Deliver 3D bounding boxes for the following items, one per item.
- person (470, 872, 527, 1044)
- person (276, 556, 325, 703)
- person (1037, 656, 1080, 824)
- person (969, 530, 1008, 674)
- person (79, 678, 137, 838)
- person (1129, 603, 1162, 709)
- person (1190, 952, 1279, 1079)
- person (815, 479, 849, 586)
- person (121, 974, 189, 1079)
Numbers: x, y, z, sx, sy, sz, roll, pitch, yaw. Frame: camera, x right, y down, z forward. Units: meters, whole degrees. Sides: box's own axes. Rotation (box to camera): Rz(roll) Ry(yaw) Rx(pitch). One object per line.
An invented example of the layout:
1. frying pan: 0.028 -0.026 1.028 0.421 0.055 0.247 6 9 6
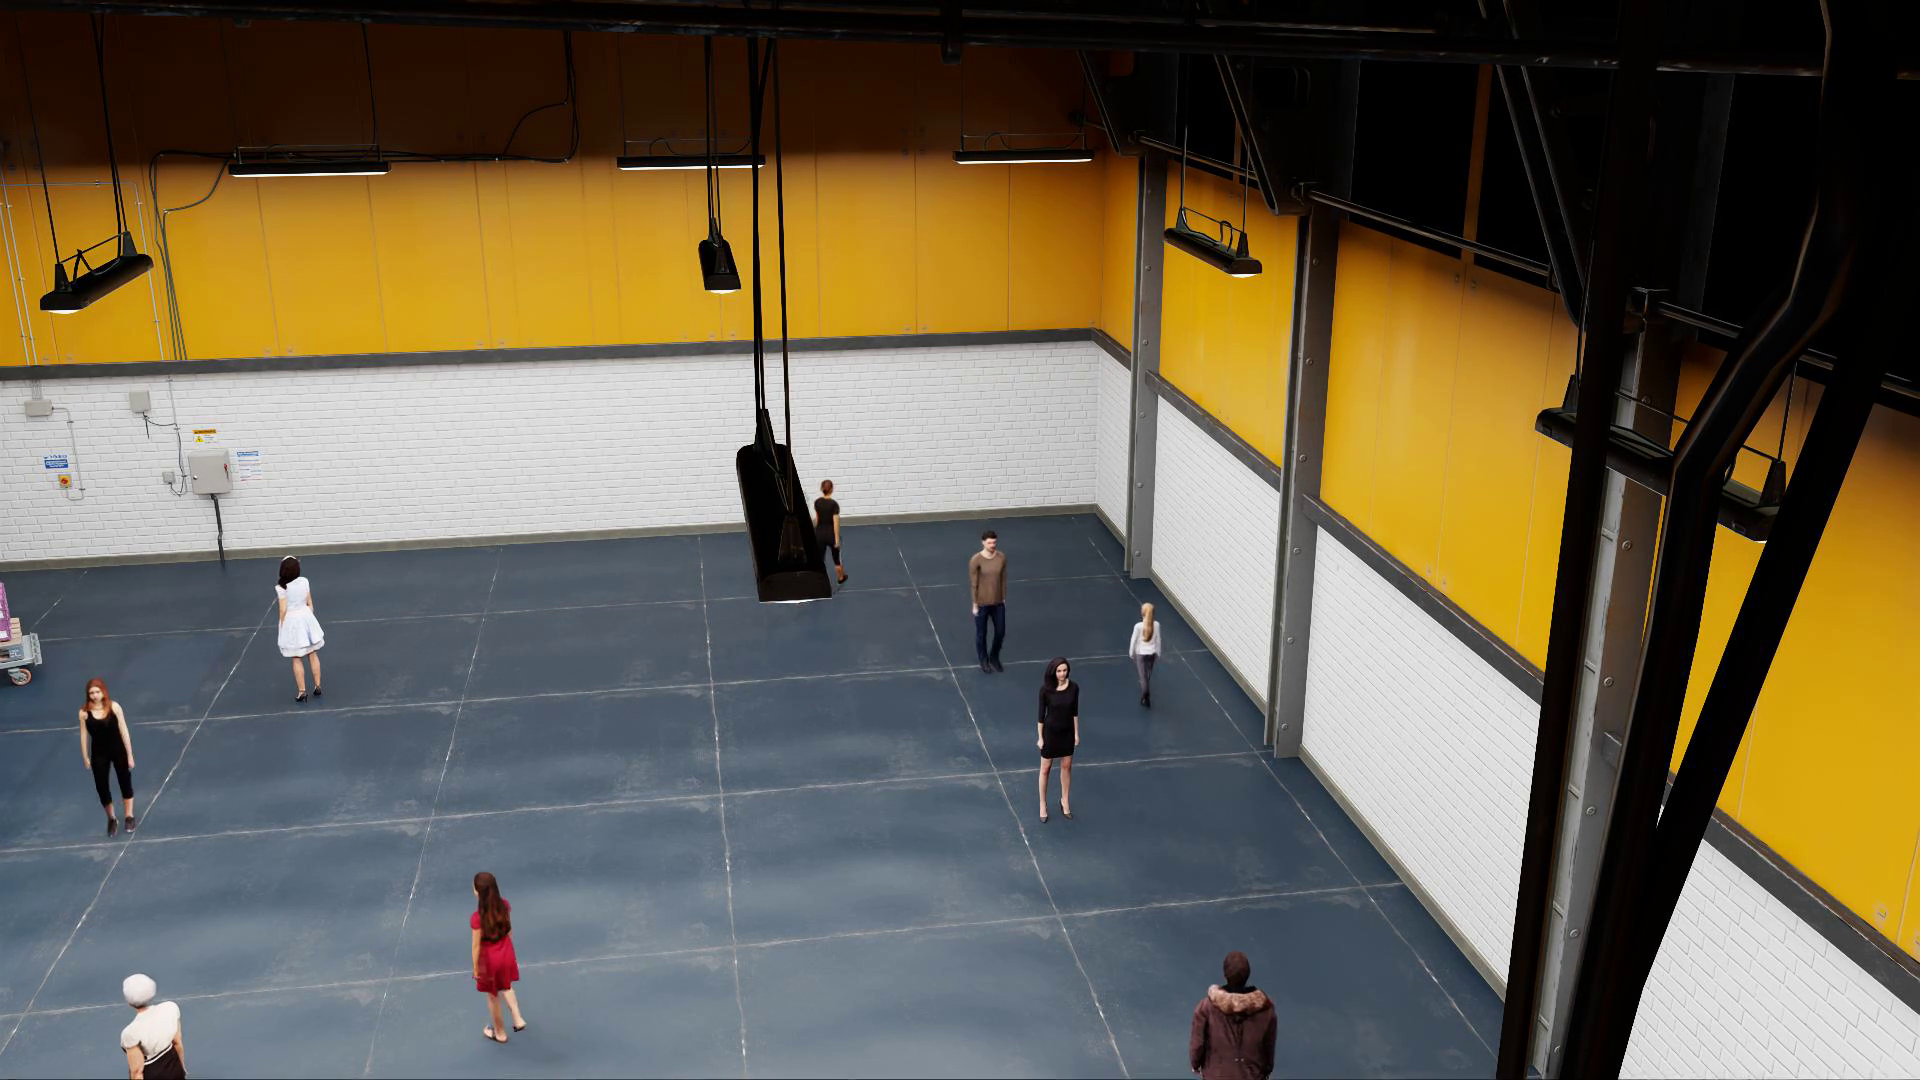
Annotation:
1. person: -3.707 3.391 13.426 0.820 1.547 0.757 14 23 35
2. person: -7.918 1.063 19.919 0.908 1.817 0.856 17 25 41
3. person: 1.005 2.029 17.065 0.601 1.807 0.503 -5 19 -14
4. person: 0.328 0.740 20.786 0.687 1.875 0.645 -6 19 -17
5. person: -8.595 2.147 16.862 0.682 1.711 0.703 -9 20 -24
6. person: 2.237 1.388 19.827 0.525 1.257 0.817 -4 19 -12
7. person: 1.948 3.797 11.766 0.808 1.839 0.749 0 19 1
8. person: -1.908 -0.003 23.383 1.038 1.625 1.202 9 21 25
9. person: -5.648 3.847 11.751 0.770 1.753 0.659 7 20 21
